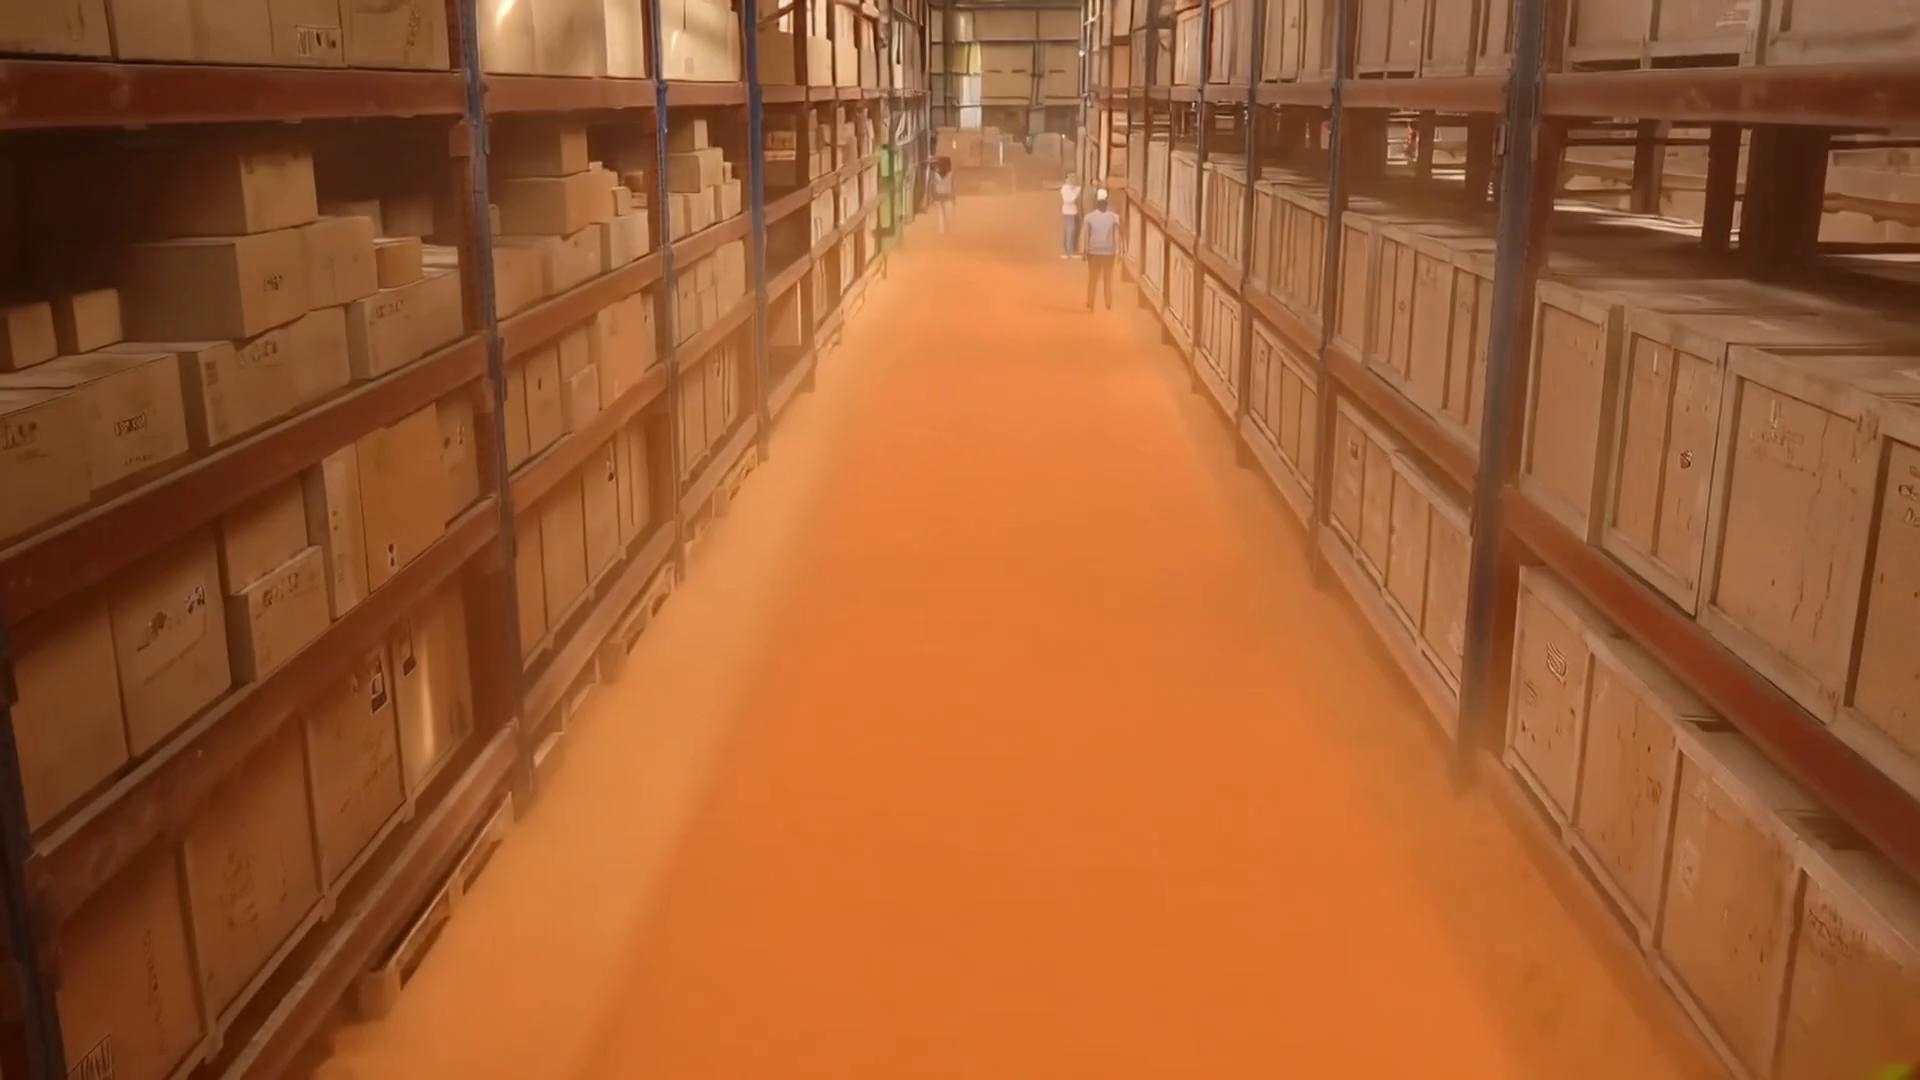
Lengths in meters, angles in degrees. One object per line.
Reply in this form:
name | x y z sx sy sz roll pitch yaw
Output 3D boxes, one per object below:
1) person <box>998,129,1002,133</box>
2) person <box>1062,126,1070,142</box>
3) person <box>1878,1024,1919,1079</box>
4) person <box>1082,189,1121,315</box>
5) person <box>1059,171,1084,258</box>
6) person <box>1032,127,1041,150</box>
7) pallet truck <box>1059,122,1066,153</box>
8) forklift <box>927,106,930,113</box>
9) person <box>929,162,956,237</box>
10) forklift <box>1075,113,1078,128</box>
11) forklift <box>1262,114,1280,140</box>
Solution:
person | 1.760 -17.905 76.305 1.019 1.877 0.558 0 15 -1
person | 5.420 -20.165 84.743 0.627 1.867 0.602 -8 17 -27
person | 1.884 1.740 3.228 0.568 1.875 0.656 11 19 36
person | 2.254 -4.595 26.567 0.622 1.994 0.381 3 15 10
person | 2.383 -6.978 35.717 0.564 1.845 0.389 8 17 27
person | 3.745 -18.823 79.721 0.657 1.879 1.040 -4 16 -15
pallet truck | 5.788 -21.111 88.014 1.885 1.965 0.823 5 16 18
forklift | -1.998 -20.666 84.684 1.129 2.768 1.873 0 15 2
person | -0.433 -8.334 40.815 0.651 1.815 0.723 0 15 -1
forklift | 5.700 -18.391 76.217 1.129 2.768 1.873 -1 15 -4
forklift | 10.967 -13.674 58.670 1.129 2.768 1.873 2 15 8
